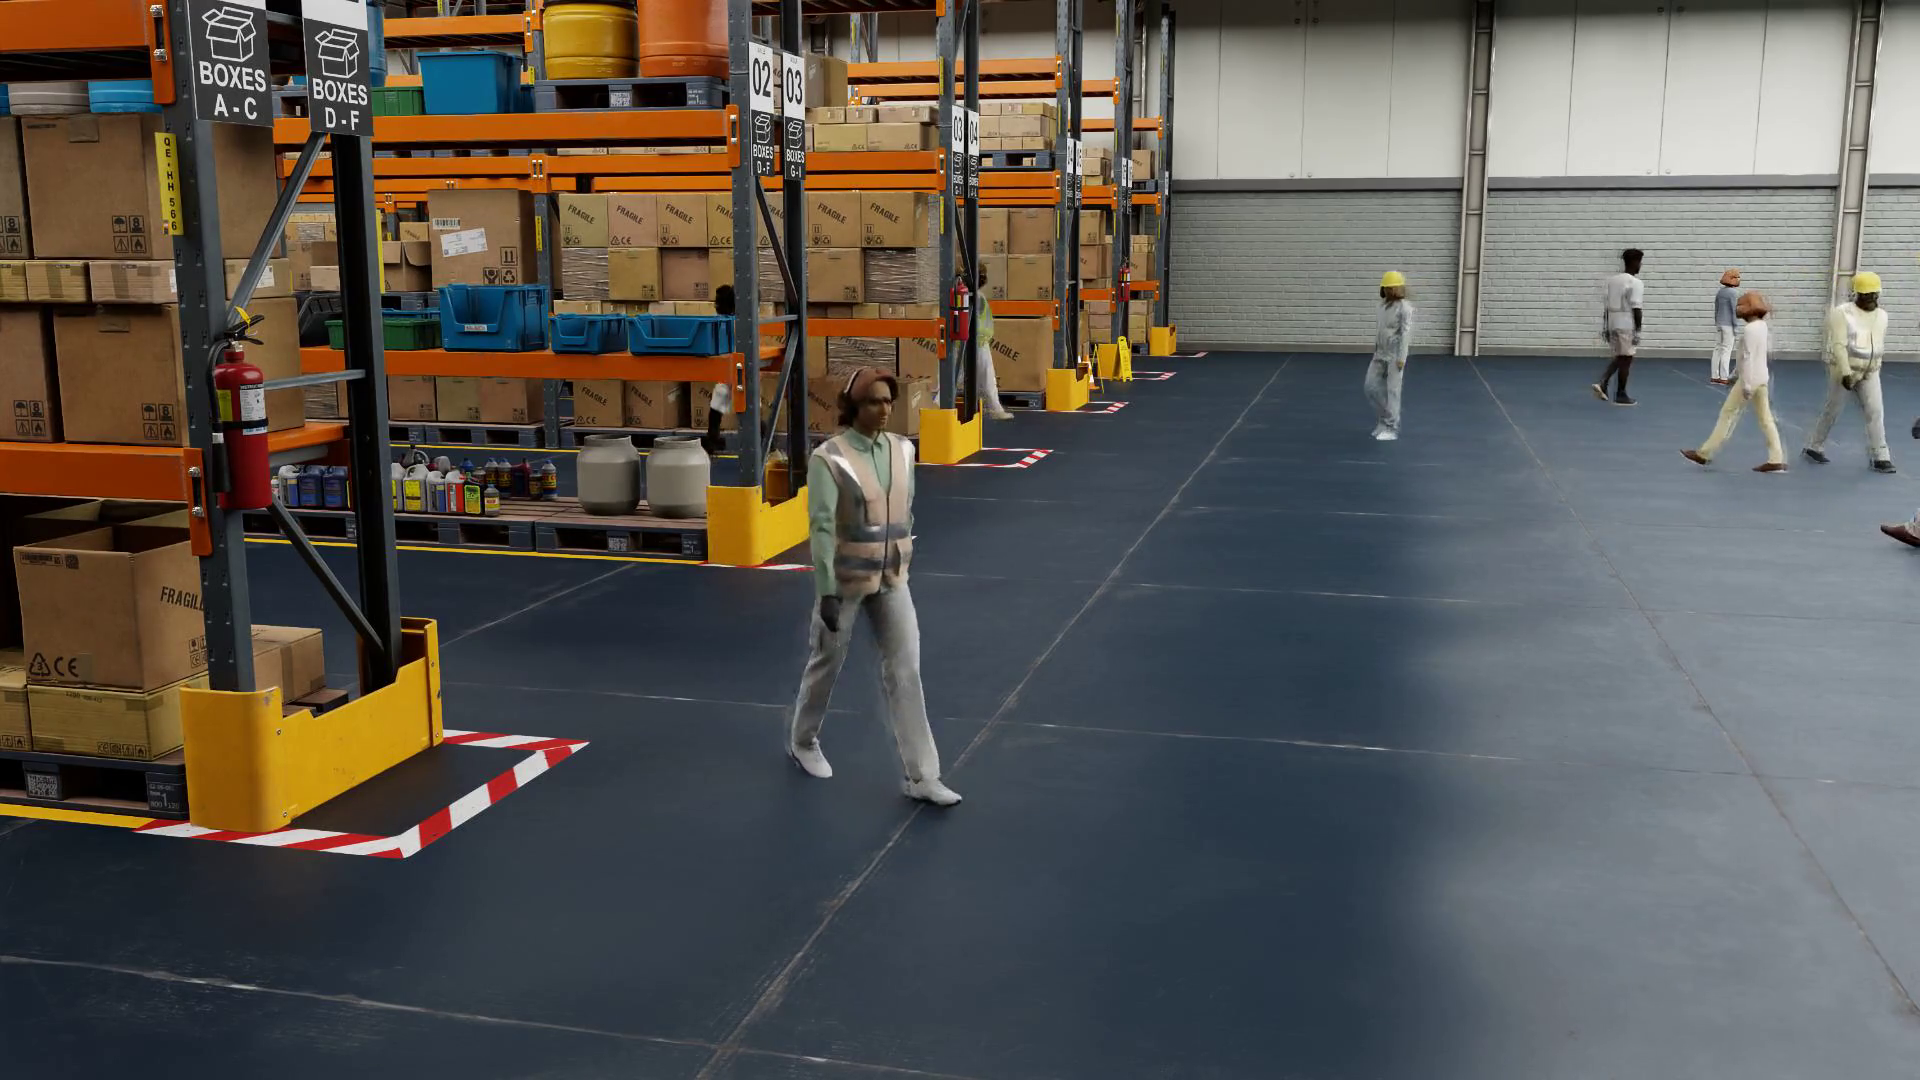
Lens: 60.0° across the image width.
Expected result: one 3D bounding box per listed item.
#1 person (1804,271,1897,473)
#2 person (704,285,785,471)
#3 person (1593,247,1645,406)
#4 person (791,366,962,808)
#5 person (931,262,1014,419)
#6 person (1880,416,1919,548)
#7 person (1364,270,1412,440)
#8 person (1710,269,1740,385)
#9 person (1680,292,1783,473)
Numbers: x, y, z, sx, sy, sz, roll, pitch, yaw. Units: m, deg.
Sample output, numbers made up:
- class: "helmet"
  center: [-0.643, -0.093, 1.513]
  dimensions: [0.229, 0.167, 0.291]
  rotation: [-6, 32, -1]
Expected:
- class: "person"
  center: [8.013, -1.512, 14.900]
  dimensions: [0.569, 1.779, 0.937]
  rotation: [-1, 10, -7]
- class: "person"
  center: [-1.983, -1.426, 14.716]
  dimensions: [0.881, 1.654, 0.534]
  rotation: [1, 10, 7]
- class: "person"
  center: [8.178, -2.623, 20.507]
  dimensions: [0.454, 1.953, 0.639]
  rotation: [-2, 11, -13]
- class: "person"
  center: [-0.364, 0.156, 6.114]
  dimensions: [0.539, 1.596, 0.870]
  rotation: [-9, 14, -41]
- class: "person"
  center: [0.104, -2.256, 18.925]
  dimensions: [0.961, 1.806, 0.625]
  rotation: [-3, 11, -14]
- class: "person"
  center: [6.390, -0.804, 10.662]
  dimensions: [0.658, 1.860, 0.954]
  rotation: [-8, 13, -36]
- class: "person"
  center: [4.374, -1.878, 16.968]
  dimensions: [0.339, 1.728, 0.513]
  rotation: [-5, 12, -28]
- class: "person"
  center: [10.874, -3.015, 23.570]
  dimensions: [0.280, 1.634, 0.499]
  rotation: [-1, 10, -7]
- class: "person"
  center: [6.935, -1.395, 14.745]
  dimensions: [0.875, 1.577, 0.495]
  rotation: [10, 14, 42]
